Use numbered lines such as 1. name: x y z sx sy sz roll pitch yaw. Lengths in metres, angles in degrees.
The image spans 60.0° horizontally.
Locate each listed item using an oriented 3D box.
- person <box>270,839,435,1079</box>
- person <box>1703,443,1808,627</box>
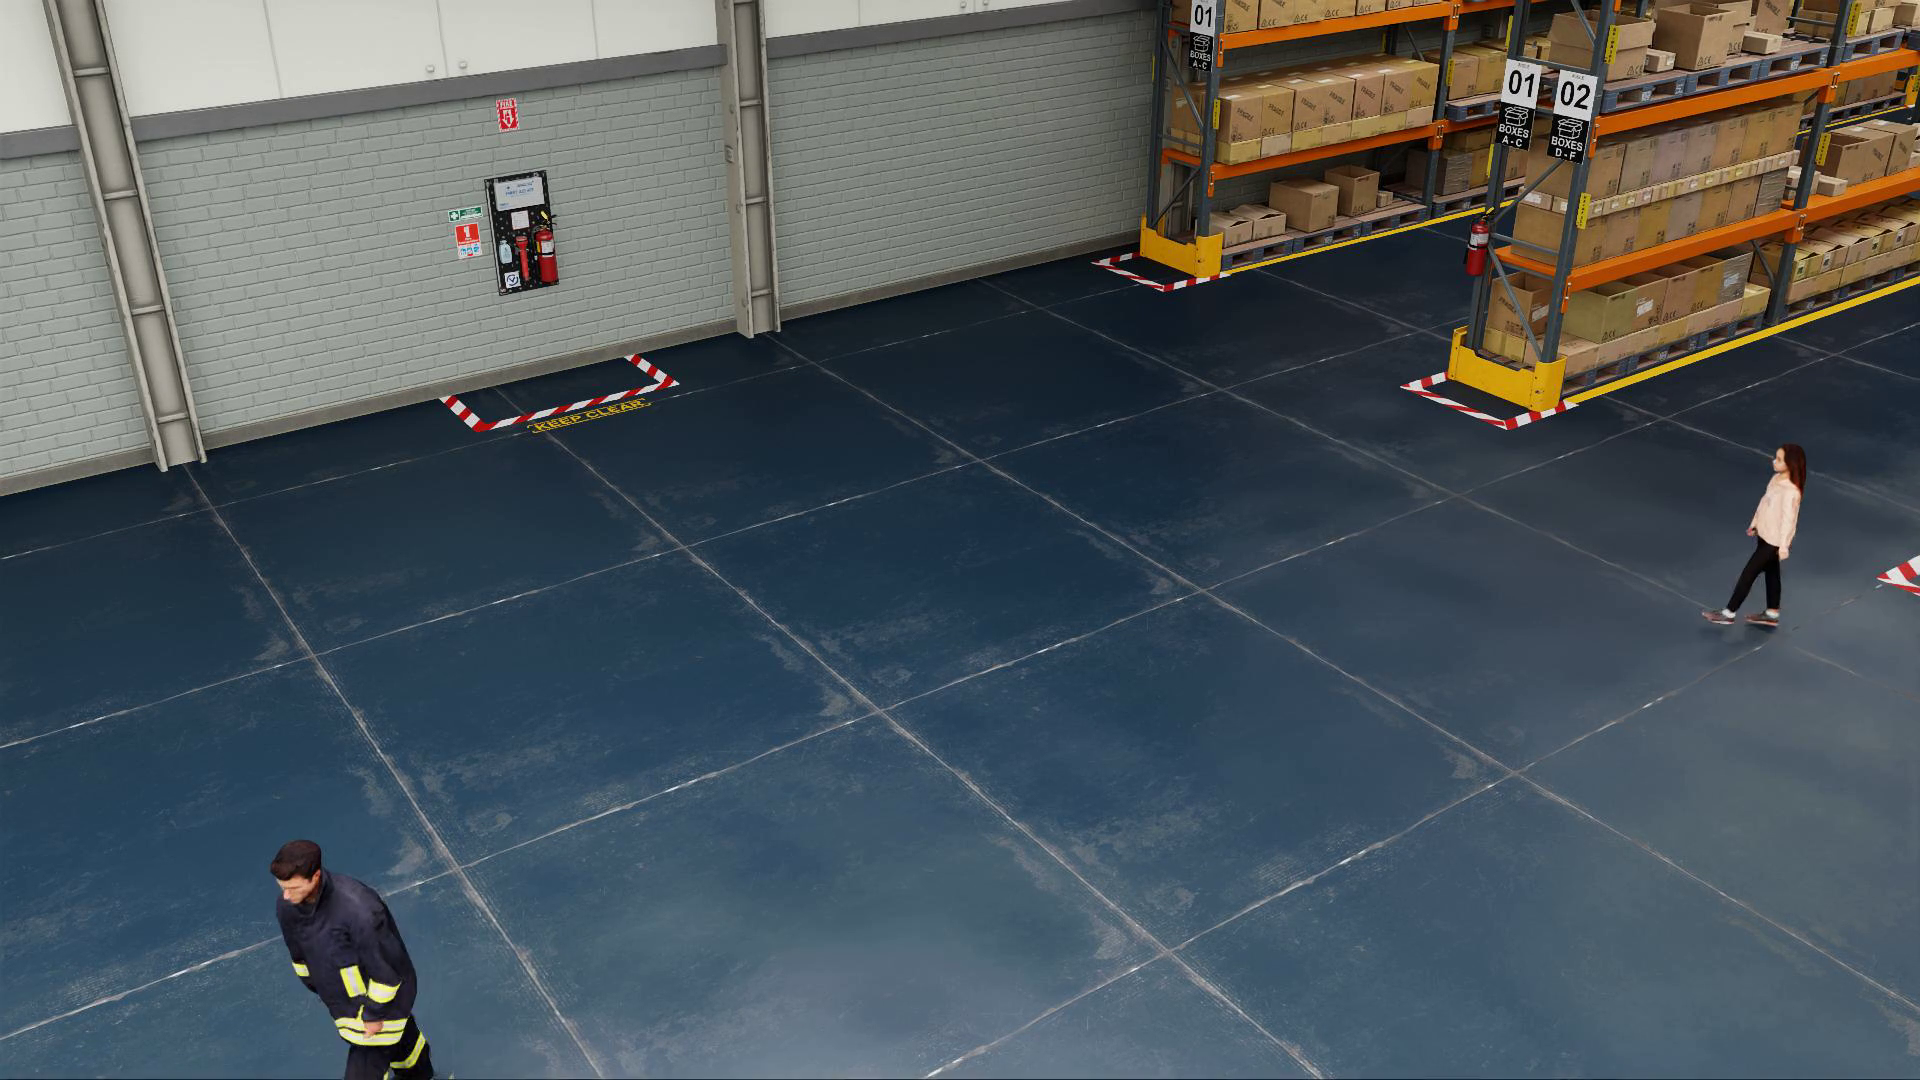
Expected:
1. person: -2.732 2.055 7.787 1.105 1.847 1.252 15 31 27
2. person: 6.030 -0.009 12.210 0.907 1.467 0.853 6 28 11
